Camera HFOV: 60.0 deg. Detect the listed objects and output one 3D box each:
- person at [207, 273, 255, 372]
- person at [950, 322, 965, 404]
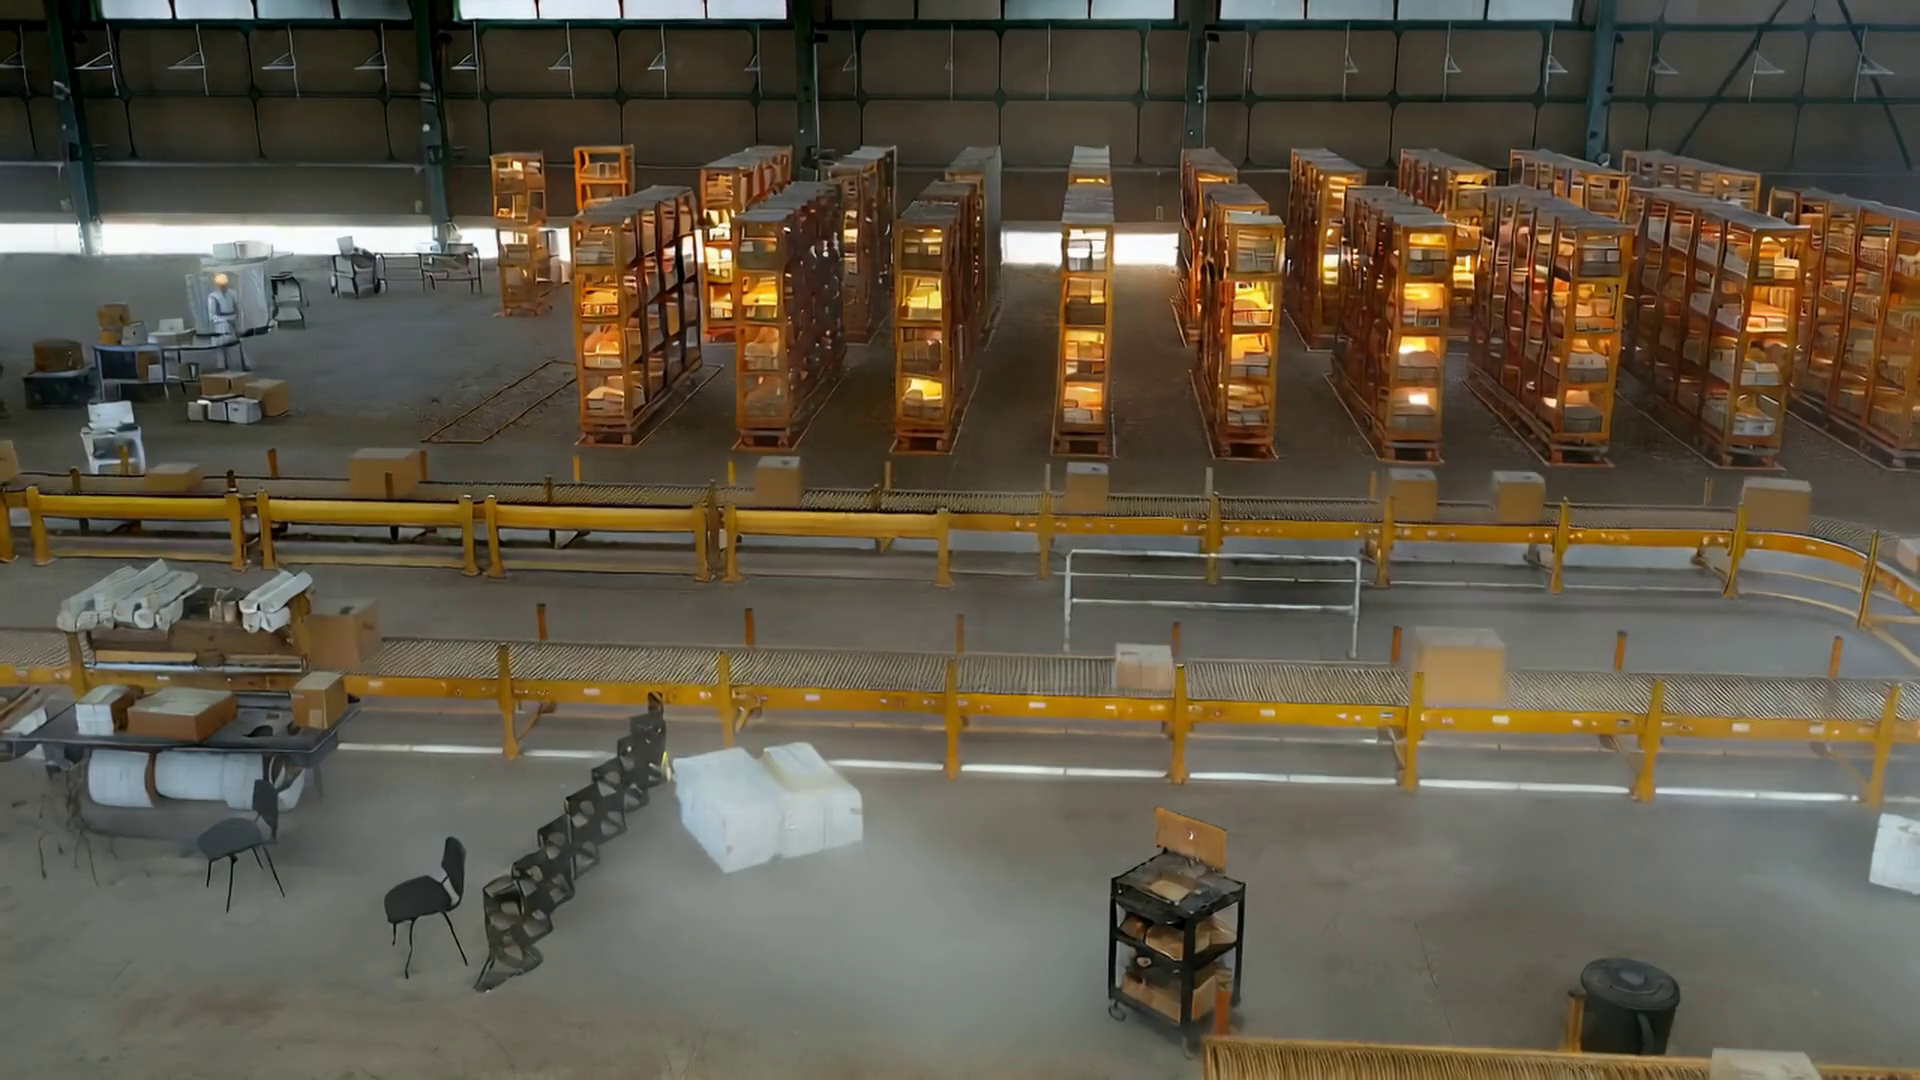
[{"bbox_3d":[-13.875,-4.100,31.476,1.017,1.890,0.641,12,21,34],"label":"person"},{"bbox_3d":[-0.249,-3.136,28.538,0.529,1.812,0.618,8,19,25],"label":"person"}]
